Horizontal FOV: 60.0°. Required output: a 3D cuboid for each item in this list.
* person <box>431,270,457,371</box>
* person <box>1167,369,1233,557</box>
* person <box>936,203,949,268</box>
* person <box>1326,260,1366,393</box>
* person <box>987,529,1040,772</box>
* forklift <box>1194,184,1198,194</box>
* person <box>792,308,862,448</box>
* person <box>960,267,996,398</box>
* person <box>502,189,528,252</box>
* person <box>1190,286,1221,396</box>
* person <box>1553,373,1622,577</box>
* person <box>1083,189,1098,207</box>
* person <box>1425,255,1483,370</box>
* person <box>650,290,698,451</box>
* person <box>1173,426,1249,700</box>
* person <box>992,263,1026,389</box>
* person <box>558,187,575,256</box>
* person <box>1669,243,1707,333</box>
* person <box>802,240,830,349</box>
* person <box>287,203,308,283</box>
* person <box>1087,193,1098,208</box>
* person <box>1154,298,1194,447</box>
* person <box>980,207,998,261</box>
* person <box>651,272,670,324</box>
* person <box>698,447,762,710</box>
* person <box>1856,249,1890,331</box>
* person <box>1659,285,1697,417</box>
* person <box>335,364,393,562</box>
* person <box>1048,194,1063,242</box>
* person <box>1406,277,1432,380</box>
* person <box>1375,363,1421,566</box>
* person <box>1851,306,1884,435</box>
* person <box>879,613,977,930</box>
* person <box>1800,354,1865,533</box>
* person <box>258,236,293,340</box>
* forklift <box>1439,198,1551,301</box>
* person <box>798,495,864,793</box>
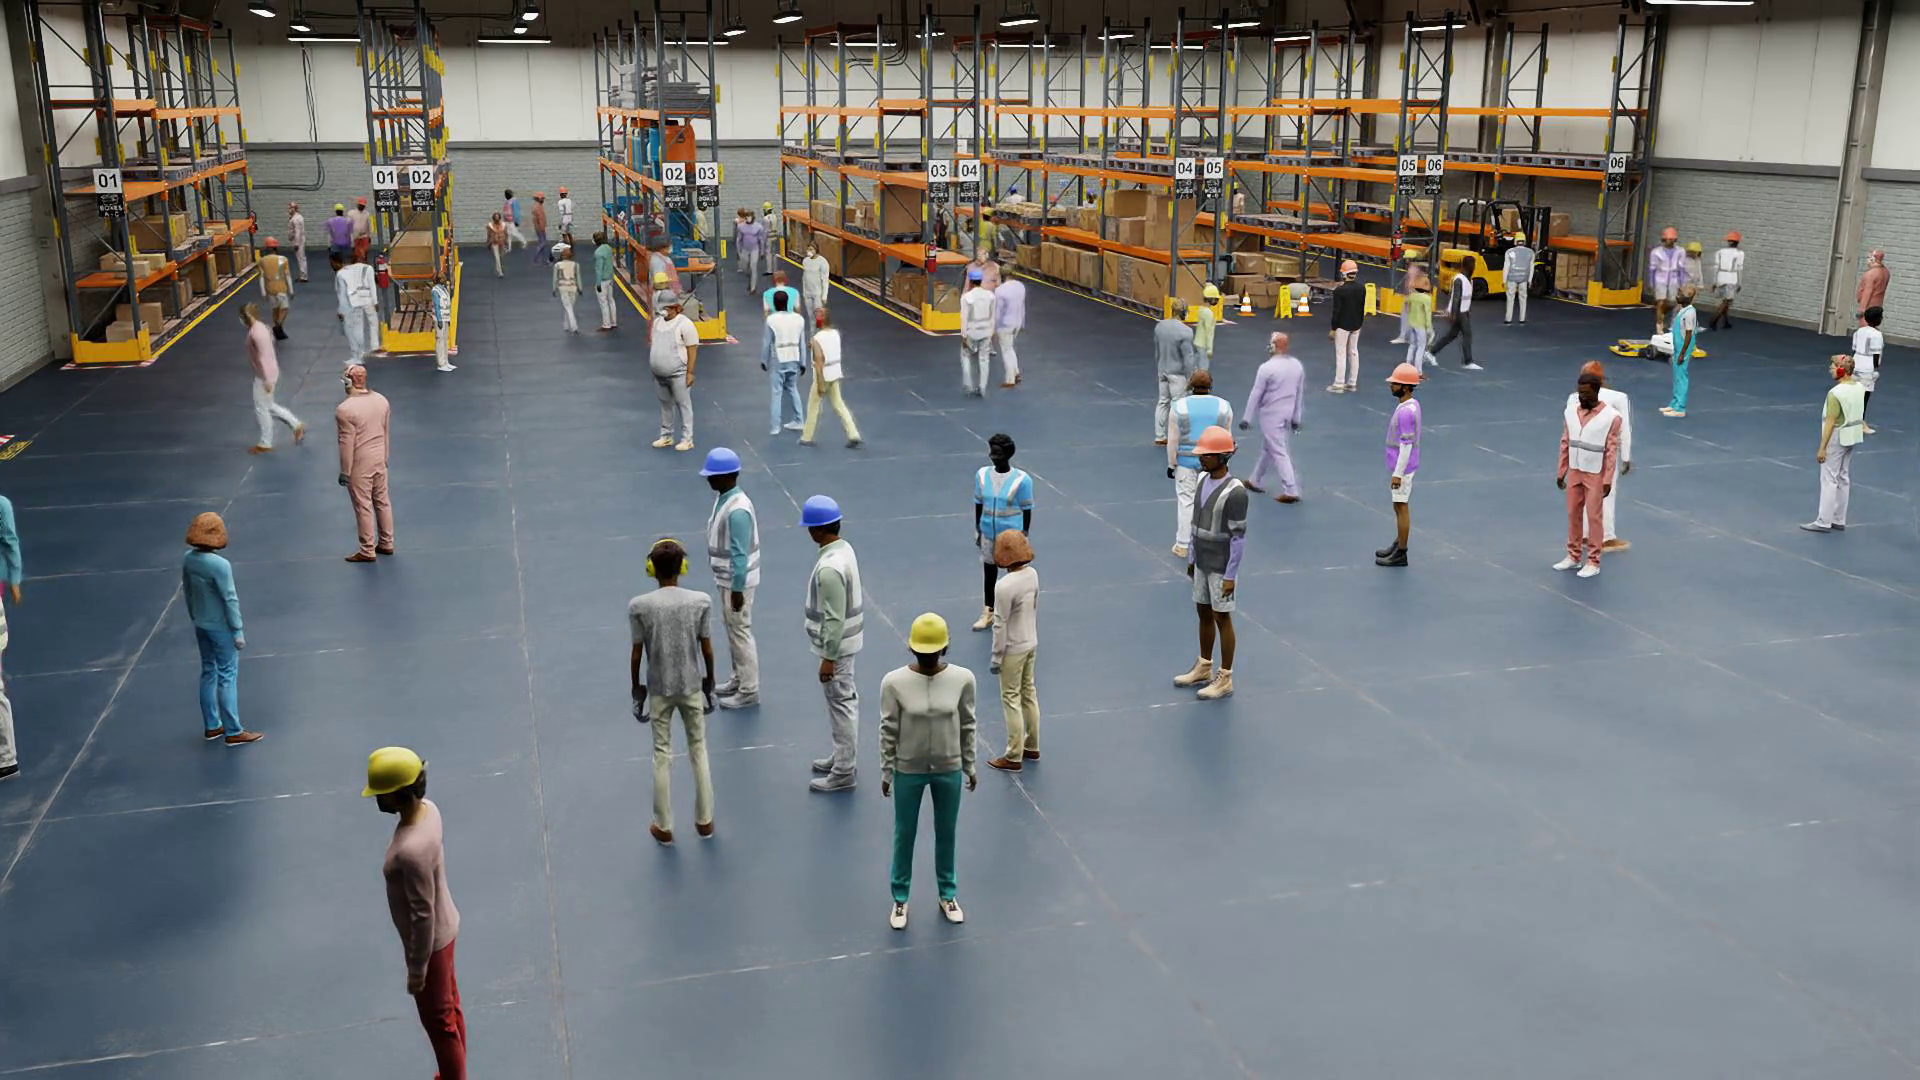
[{"bbox_3d":[-8.471,-3.585,27.195,0.308,1.640,0.510,-1,15,-3],"label":"person"},{"bbox_3d":[2.306,-0.744,16.119,0.633,1.842,0.429,-1,15,-5],"label":"person"},{"bbox_3d":[-0.512,-8.086,43.740,0.508,1.846,0.345,12,19,38],"label":"person"},{"bbox_3d":[5.847,-3.226,25.163,0.611,1.995,0.380,-9,17,-29],"label":"person"},{"bbox_3d":[0.364,0.725,11.010,0.281,1.624,0.494,8,17,28],"label":"person"},{"bbox_3d":[7.392,-11.333,53.972,1.873,2.768,1.129,-4,15,-15],"label":"forklift"},{"bbox_3d":[-1.680,-2.052,21.148,0.982,1.807,0.586,8,17,28],"label":"person"},{"bbox_3d":[0.236,-3.090,24.786,0.616,1.931,0.579,-6,16,-23],"label":"person"},{"bbox_3d":[-12.972,-9.271,48.258,0.631,1.826,0.688,14,20,43],"label":"person"},{"bbox_3d":[3.552,-2.786,23.984,0.371,1.755,0.537,-2,15,-8],"label":"person"},{"bbox_3d":[5.853,-0.620,15.538,0.415,1.906,0.598,-10,18,-32],"label":"person"},{"bbox_3d":[3.592,-8.783,46.283,0.624,1.905,0.698,2,15,8],"label":"person"},{"bbox_3d":[8.210,-3.776,27.489,0.945,1.876,0.597,9,17,30],"label":"person"},{"bbox_3d":[-3.668,-2.150,21.027,0.689,2.000,0.536,10,18,33],"label":"person"},{"bbox_3d":[1.863,0.165,12.313,0.379,2.044,0.607,-7,16,-24],"label":"person"},{"bbox_3d":[0.729,-3.264,25.446,0.460,1.918,0.653,13,20,41],"label":"person"},{"bbox_3d":[-11.140,-8.974,46.902,0.361,1.935,0.553,7,16,25],"label":"person"},{"bbox_3d":[13.908,-4.782,31.569,0.503,1.696,0.884,-9,18,-31],"label":"person"},{"bbox_3d":[-2.560,-4.329,29.444,0.625,1.933,0.375,14,21,43],"label":"person"},{"bbox_3d":[-16.061,-7.200,40.286,0.399,1.909,0.642,-4,15,-14],"label":"person"},{"bbox_3d":[3.582,-8.634,45.827,0.449,1.837,0.642,7,16,24],"label":"person"},{"bbox_3d":[2.704,-2.090,21.026,0.376,1.928,0.637,-11,18,-36],"label":"person"},{"bbox_3d":[0.578,-6.857,39.073,0.664,1.892,0.690,7,16,25],"label":"person"},{"bbox_3d":[-4.630,-3.306,25.945,0.290,1.746,0.487,-10,18,-34],"label":"person"},{"bbox_3d":[-1.667,0.271,12.128,0.422,1.937,0.612,-4,16,-16],"label":"person"},{"bbox_3d":[15.239,-3.905,27.890,0.638,1.909,0.408,-11,19,-36],"label":"person"},{"bbox_3d":[10.071,-2.640,23.246,0.345,1.846,0.506,3,15,13],"label":"person"},{"bbox_3d":[-5.740,-0.737,15.970,0.409,1.909,0.640,5,16,19],"label":"person"},{"bbox_3d":[2.677,-8.931,47.156,0.592,1.721,0.573,7,16,23],"label":"person"},{"bbox_3d":[7.276,-3.357,26.368,0.284,1.628,0.505,-7,16,-23],"label":"person"},{"bbox_3d":[4.177,-0.713,15.809,0.352,1.942,0.546,4,15,15],"label":"person"},{"bbox_3d":[12.035,-2.260,22.099,0.321,1.697,0.529,-1,15,-2],"label":"person"},{"bbox_3d":[-0.163,1.225,8.859,0.530,1.765,0.326,-3,15,-10],"label":"person"},{"bbox_3d":[8.992,-0.978,17.019,0.563,1.834,0.403,-11,18,-35],"label":"person"},{"bbox_3d":[-12.521,-4.582,30.412,0.555,1.923,0.723,-1,15,-4],"label":"person"},{"bbox_3d":[11.913,-6.508,37.130,2.313,2.155,1.214,-4,15,-15],"label":"forklift"},{"bbox_3d":[-0.819,0.660,10.650,0.412,1.938,0.605,1,15,2],"label":"person"}]
